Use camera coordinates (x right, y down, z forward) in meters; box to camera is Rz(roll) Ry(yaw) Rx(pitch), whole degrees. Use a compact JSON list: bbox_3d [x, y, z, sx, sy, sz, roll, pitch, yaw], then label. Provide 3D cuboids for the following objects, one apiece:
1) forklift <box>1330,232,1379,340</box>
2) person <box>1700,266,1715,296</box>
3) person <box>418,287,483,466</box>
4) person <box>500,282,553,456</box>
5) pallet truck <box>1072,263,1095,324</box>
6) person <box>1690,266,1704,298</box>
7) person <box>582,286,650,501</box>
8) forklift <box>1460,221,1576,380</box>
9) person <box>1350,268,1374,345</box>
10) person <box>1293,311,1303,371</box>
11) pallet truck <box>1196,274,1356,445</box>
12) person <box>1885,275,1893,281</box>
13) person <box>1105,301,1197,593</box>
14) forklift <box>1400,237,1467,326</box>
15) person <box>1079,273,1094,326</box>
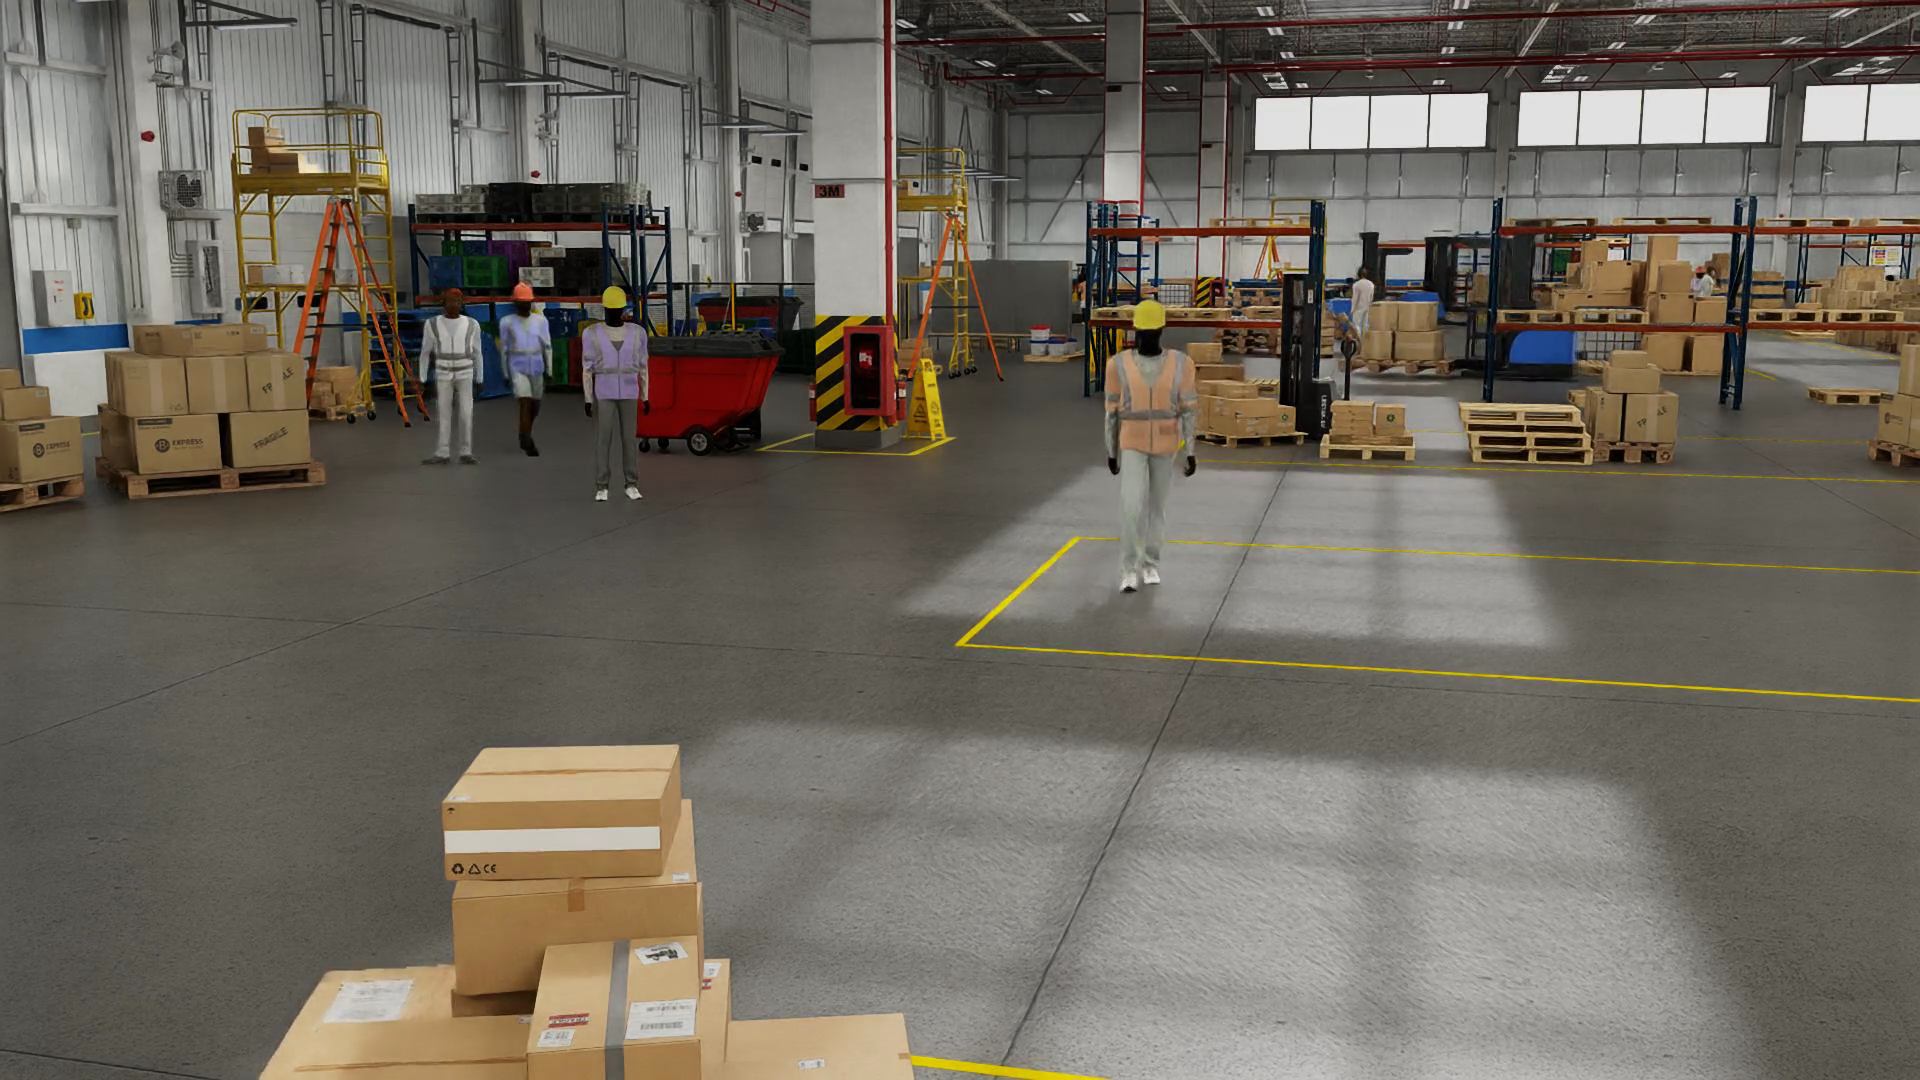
[{"bbox_3d":[10.660,-6.633,43.457,1.873,2.768,1.129,1,10,8],"label":"forklift"},{"bbox_3d":[22.821,-7.406,50.820,0.375,1.930,0.627,5,11,28],"label":"person"},{"bbox_3d":[-5.314,-1.687,17.353,0.666,1.873,0.363,-3,10,-15],"label":"person"},{"bbox_3d":[-4.832,-1.909,18.496,0.545,1.917,0.817,-5,11,-28],"label":"person"},{"bbox_3d":[4.325,-8.180,55.162,0.823,1.965,1.885,6,11,31],"label":"pallet truck"},{"bbox_3d":[22.605,-7.424,51.012,0.633,1.931,0.556,-8,13,-40],"label":"person"},{"bbox_3d":[-3.069,-1.305,14.897,0.594,1.922,0.385,-4,10,-20],"label":"person"},{"bbox_3d":[10.038,-4.296,29.700,1.873,2.768,1.129,4,10,22],"label":"forklift"},{"bbox_3d":[9.406,-5.398,38.965,0.633,1.939,0.362,-6,11,-30],"label":"person"},{"bbox_3d":[6.619,-4.101,31.925,0.325,1.736,0.487,6,11,32],"label":"person"},{"bbox_3d":[3.653,-2.138,19.590,1.885,1.965,0.823,-4,10,-20],"label":"pallet truck"},{"bbox_3d":[28.509,-7.294,50.947,0.536,1.674,0.721,-1,10,-7],"label":"person"},{"bbox_3d":[1.241,-0.591,10.804,0.594,1.889,0.912,0,10,2],"label":"person"},{"bbox_3d":[14.904,-8.131,52.281,1.873,2.768,1.129,-2,10,-14],"label":"forklift"},{"bbox_3d":[4.050,-7.689,53.154,0.533,1.698,0.322,0,10,-1],"label":"person"}]
